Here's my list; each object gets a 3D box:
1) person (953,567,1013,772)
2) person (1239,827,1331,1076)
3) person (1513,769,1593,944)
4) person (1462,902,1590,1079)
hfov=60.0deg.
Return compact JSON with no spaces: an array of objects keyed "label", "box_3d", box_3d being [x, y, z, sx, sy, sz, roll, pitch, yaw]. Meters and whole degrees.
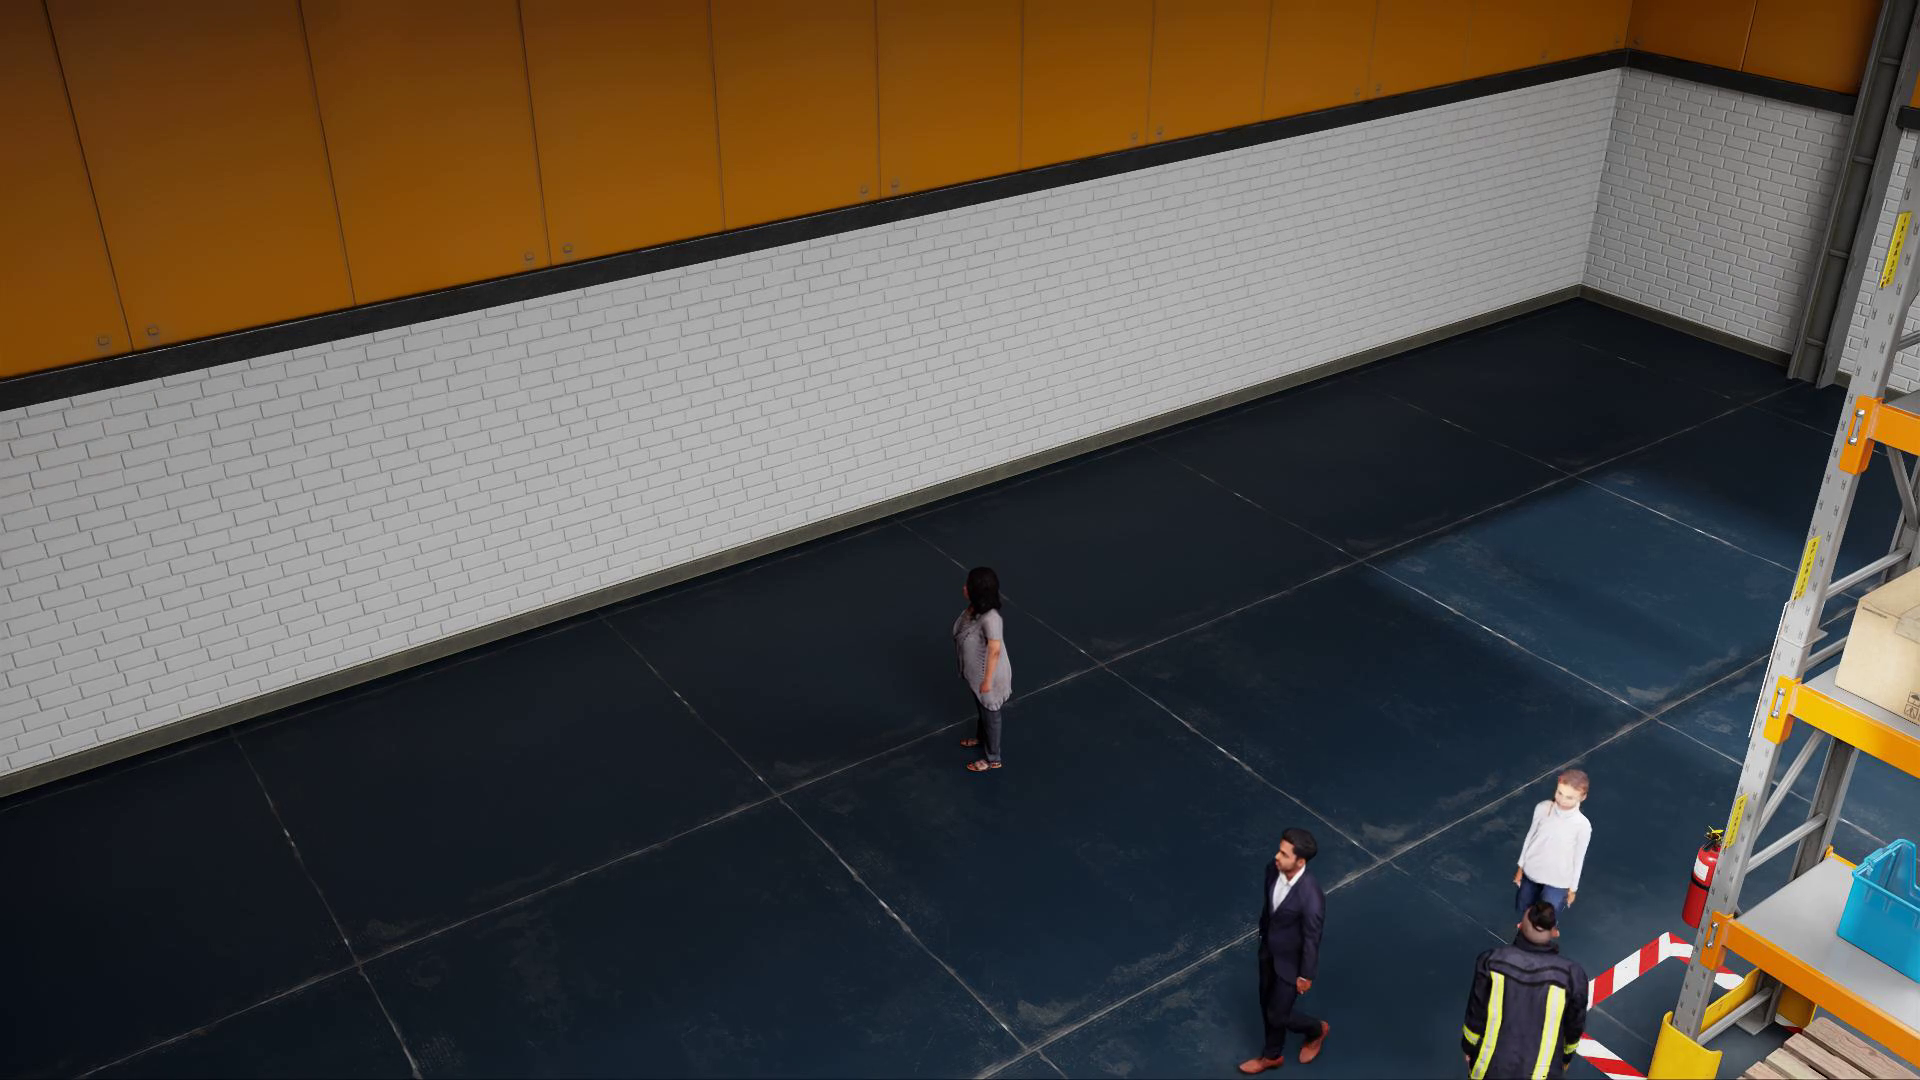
[{"label":"person","box_3d":[0.186,0.896,11.952,0.803,1.611,0.723,-4,29,-8]},{"label":"person","box_3d":[1.899,2.300,9.269,0.800,1.716,0.773,-11,30,-19]},{"label":"person","box_3d":[3.571,1.996,10.008,0.921,1.541,0.687,24,37,37]},{"label":"person","box_3d":[2.851,2.647,8.507,1.086,1.835,1.079,12,31,20]}]
